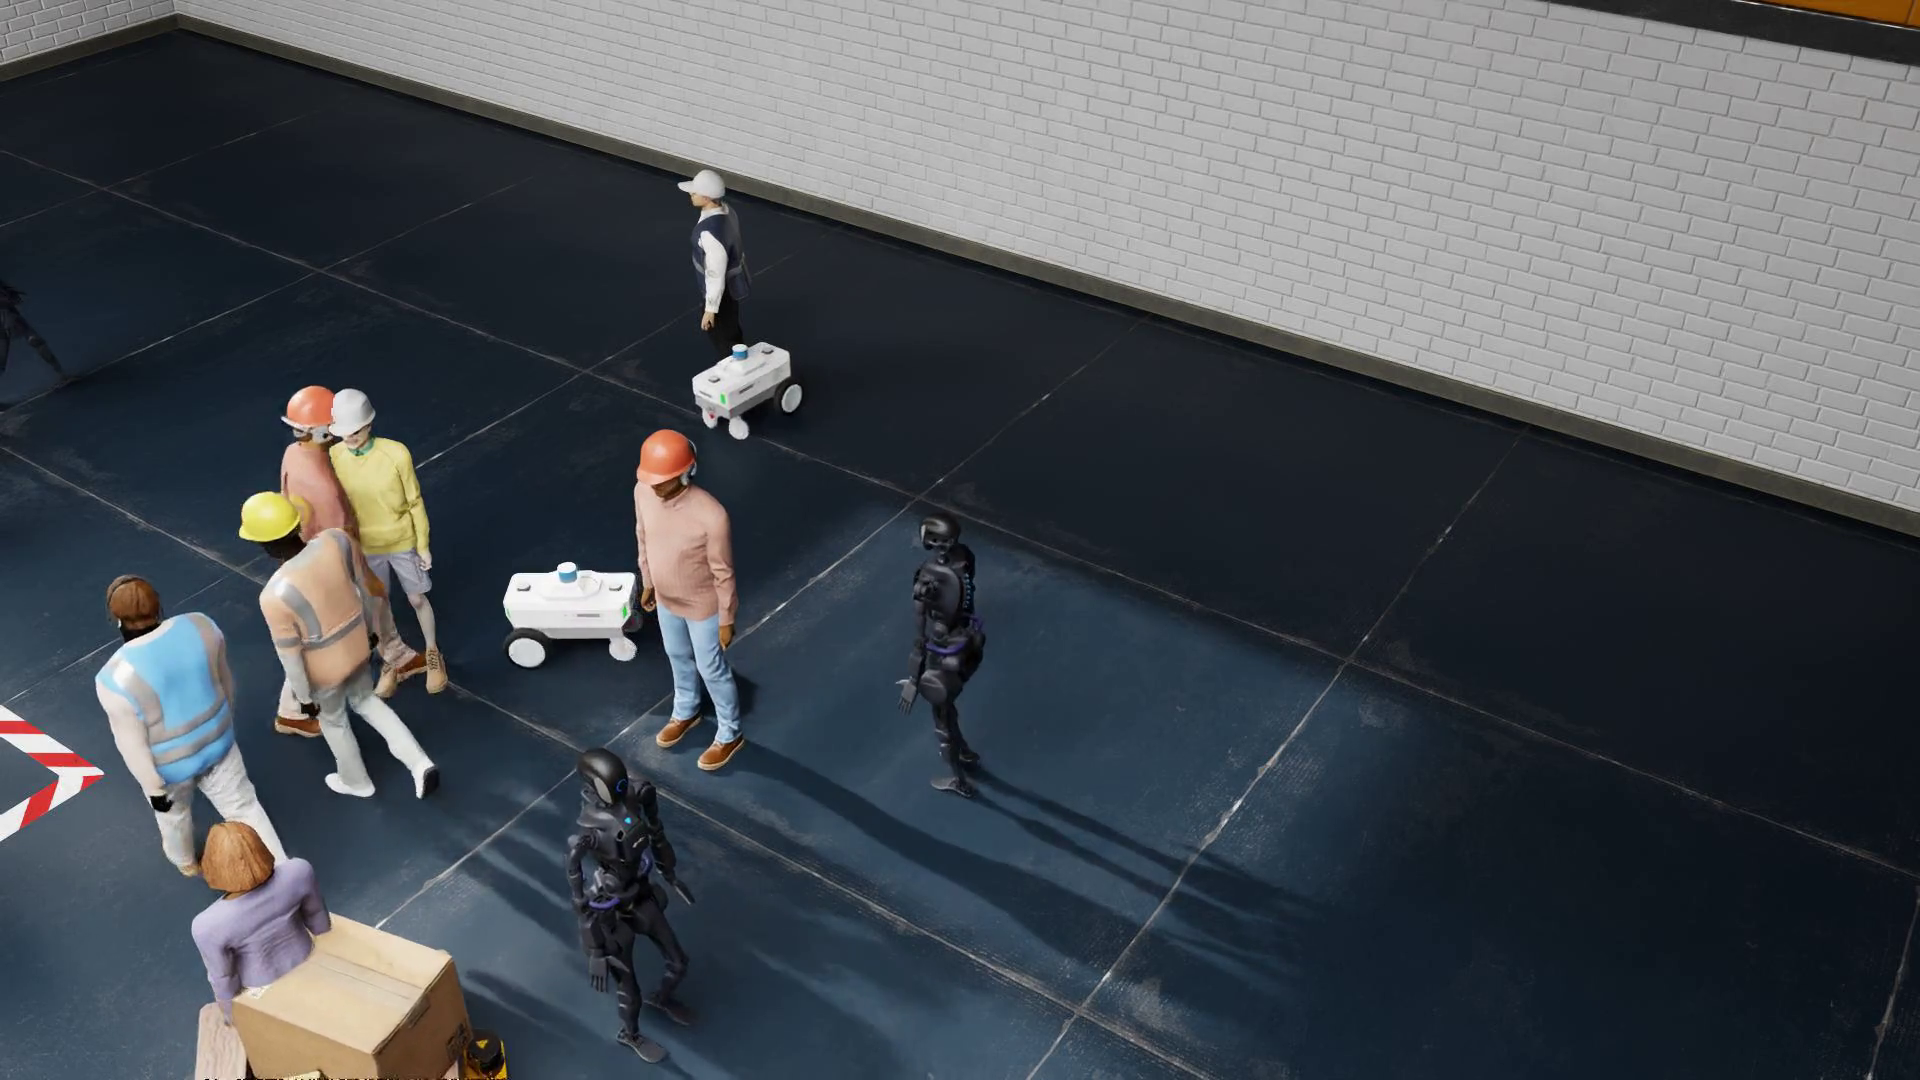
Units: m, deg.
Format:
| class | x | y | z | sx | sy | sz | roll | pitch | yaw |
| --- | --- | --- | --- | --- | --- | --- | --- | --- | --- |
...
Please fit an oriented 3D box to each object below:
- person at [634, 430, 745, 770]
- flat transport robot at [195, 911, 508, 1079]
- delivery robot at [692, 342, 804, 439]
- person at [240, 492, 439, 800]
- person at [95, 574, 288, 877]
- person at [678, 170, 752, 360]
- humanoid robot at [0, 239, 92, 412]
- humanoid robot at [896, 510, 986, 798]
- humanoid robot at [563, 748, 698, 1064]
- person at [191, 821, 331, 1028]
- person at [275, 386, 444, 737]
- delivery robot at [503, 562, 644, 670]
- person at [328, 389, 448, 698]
| class | x | y | z | sx | sy | sz | roll | pitch | yaw |
| --- | --- | --- | --- | --- | --- | --- | --- | --- | --- |
| person | -1.372 | 0.296 | 8.348 | 0.620 | 1.986 | 0.400 | 24 | 42 | 30 |
| flat transport robot | -2.564 | 2.453 | 6.758 | 1.431 | 0.231 | 0.659 | -10 | 36 | -14 |
| delivery robot | -1.495 | -1.089 | 11.549 | 0.506 | 0.570 | 0.742 | 25 | 42 | 31 |
| person | -2.971 | 0.571 | 8.018 | 0.643 | 1.908 | 0.615 | 15 | 38 | 20 |
| person | -3.513 | 0.944 | 7.590 | 0.914 | 1.790 | 0.620 | 22 | 40 | 28 |
| person | -1.643 | -1.705 | 11.399 | 0.424 | 1.759 | 0.751 | -1 | 35 | -1 |
| humanoid robot | -6.654 | -1.673 | 11.471 | 0.793 | 1.623 | 0.586 | -17 | 38 | -23 |
| humanoid robot | -0.064 | 0.587 | 8.200 | 0.357 | 1.648 | 0.600 | 18 | 39 | 24 |
| humanoid robot | -1.372 | 1.515 | 6.863 | 0.338 | 1.650 | 0.603 | 19 | 39 | 24 |
| person | -2.694 | 1.737 | 6.588 | 0.277 | 1.632 | 0.506 | 26 | 42 | 32 |
| person | -3.330 | 0.103 | 8.664 | 0.943 | 1.940 | 0.620 | -15 | 38 | -21 |
| delivery robot | -2.215 | 0.403 | 9.453 | 0.814 | 0.611 | 0.499 | 0 | 35 | 0 |
| person | -3.057 | 0.017 | 8.827 | 0.485 | 1.889 | 0.393 | -5 | 35 | -7 |
